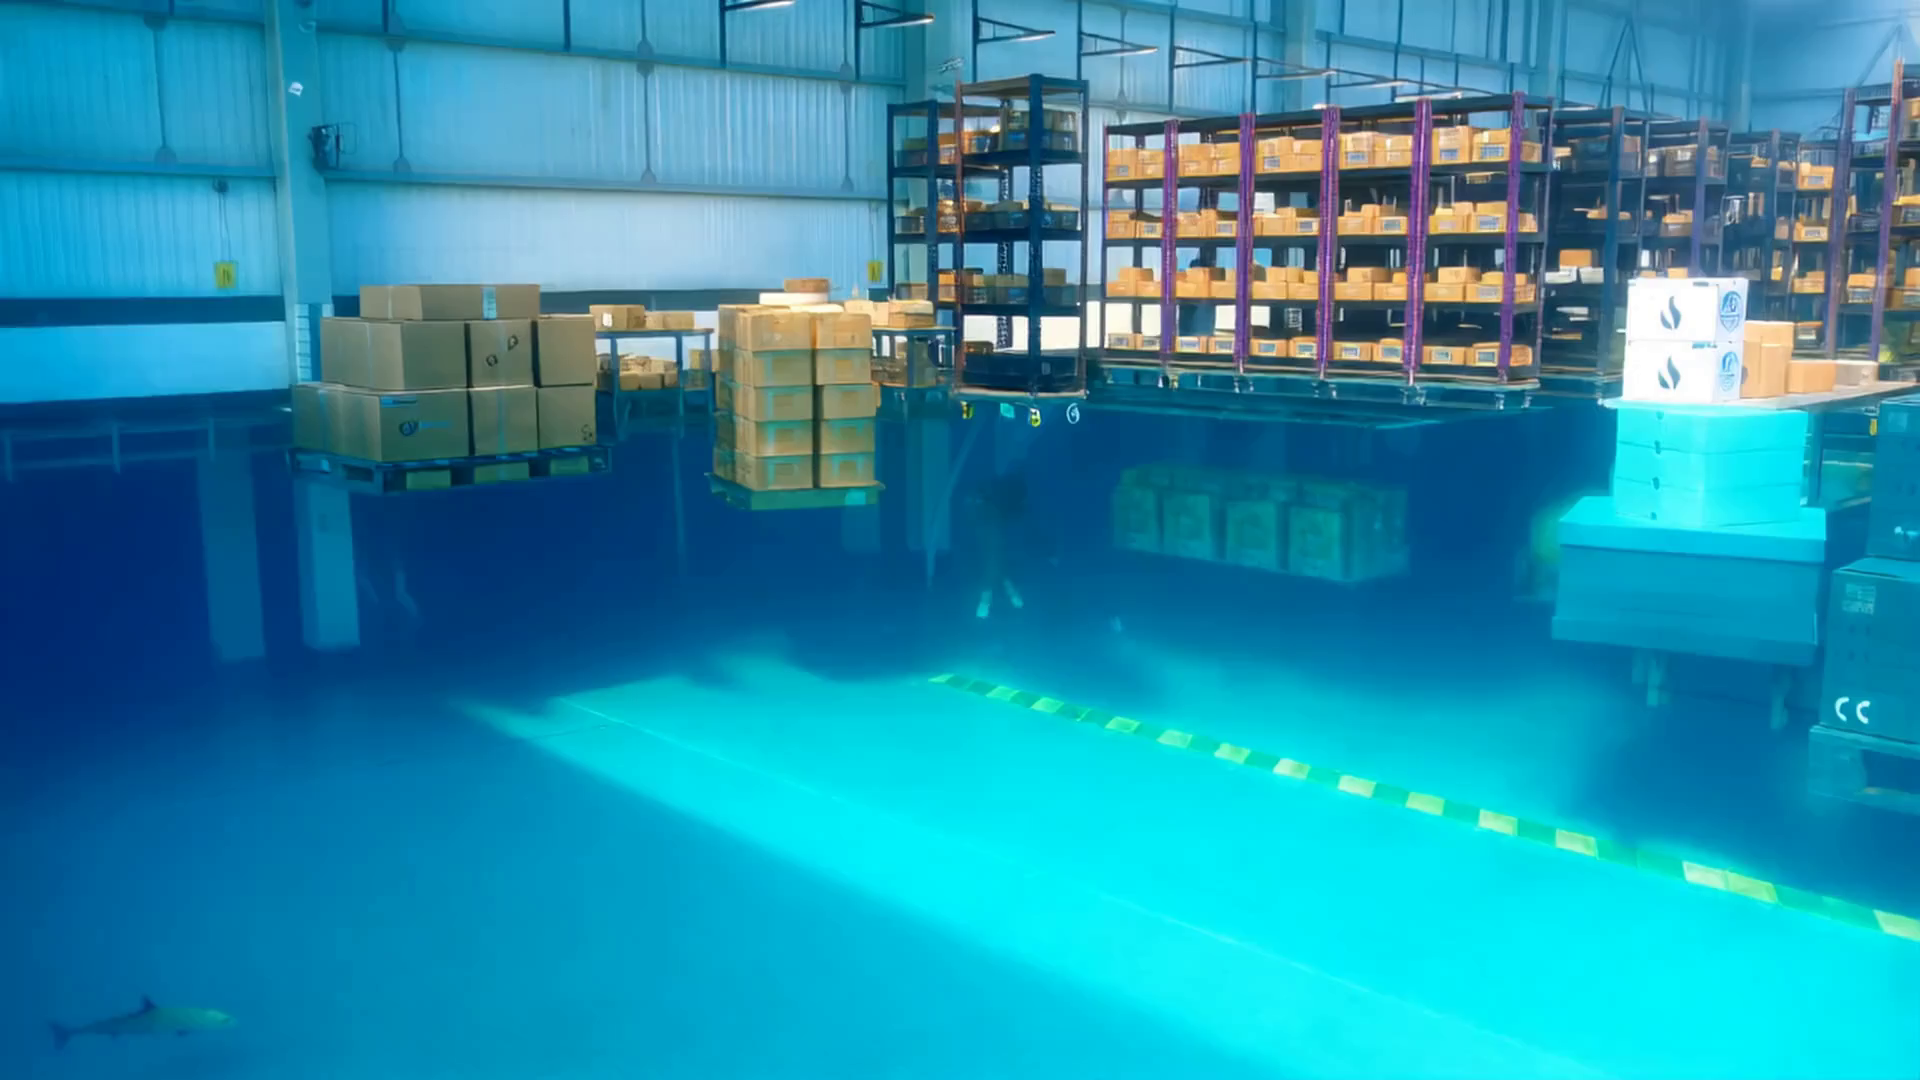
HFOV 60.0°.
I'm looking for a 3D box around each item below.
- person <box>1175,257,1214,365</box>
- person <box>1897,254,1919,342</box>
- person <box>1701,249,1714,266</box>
[{"bbox_3d":[3.516,-3.333,24.911,0.578,1.802,0.935,2,10,14],"label":"person"},{"bbox_3d":[13.708,-3.208,24.048,0.404,1.830,0.600,5,11,27],"label":"person"},{"bbox_3d":[12.809,-4.056,28.648,0.622,1.996,0.370,6,11,32],"label":"person"}]
